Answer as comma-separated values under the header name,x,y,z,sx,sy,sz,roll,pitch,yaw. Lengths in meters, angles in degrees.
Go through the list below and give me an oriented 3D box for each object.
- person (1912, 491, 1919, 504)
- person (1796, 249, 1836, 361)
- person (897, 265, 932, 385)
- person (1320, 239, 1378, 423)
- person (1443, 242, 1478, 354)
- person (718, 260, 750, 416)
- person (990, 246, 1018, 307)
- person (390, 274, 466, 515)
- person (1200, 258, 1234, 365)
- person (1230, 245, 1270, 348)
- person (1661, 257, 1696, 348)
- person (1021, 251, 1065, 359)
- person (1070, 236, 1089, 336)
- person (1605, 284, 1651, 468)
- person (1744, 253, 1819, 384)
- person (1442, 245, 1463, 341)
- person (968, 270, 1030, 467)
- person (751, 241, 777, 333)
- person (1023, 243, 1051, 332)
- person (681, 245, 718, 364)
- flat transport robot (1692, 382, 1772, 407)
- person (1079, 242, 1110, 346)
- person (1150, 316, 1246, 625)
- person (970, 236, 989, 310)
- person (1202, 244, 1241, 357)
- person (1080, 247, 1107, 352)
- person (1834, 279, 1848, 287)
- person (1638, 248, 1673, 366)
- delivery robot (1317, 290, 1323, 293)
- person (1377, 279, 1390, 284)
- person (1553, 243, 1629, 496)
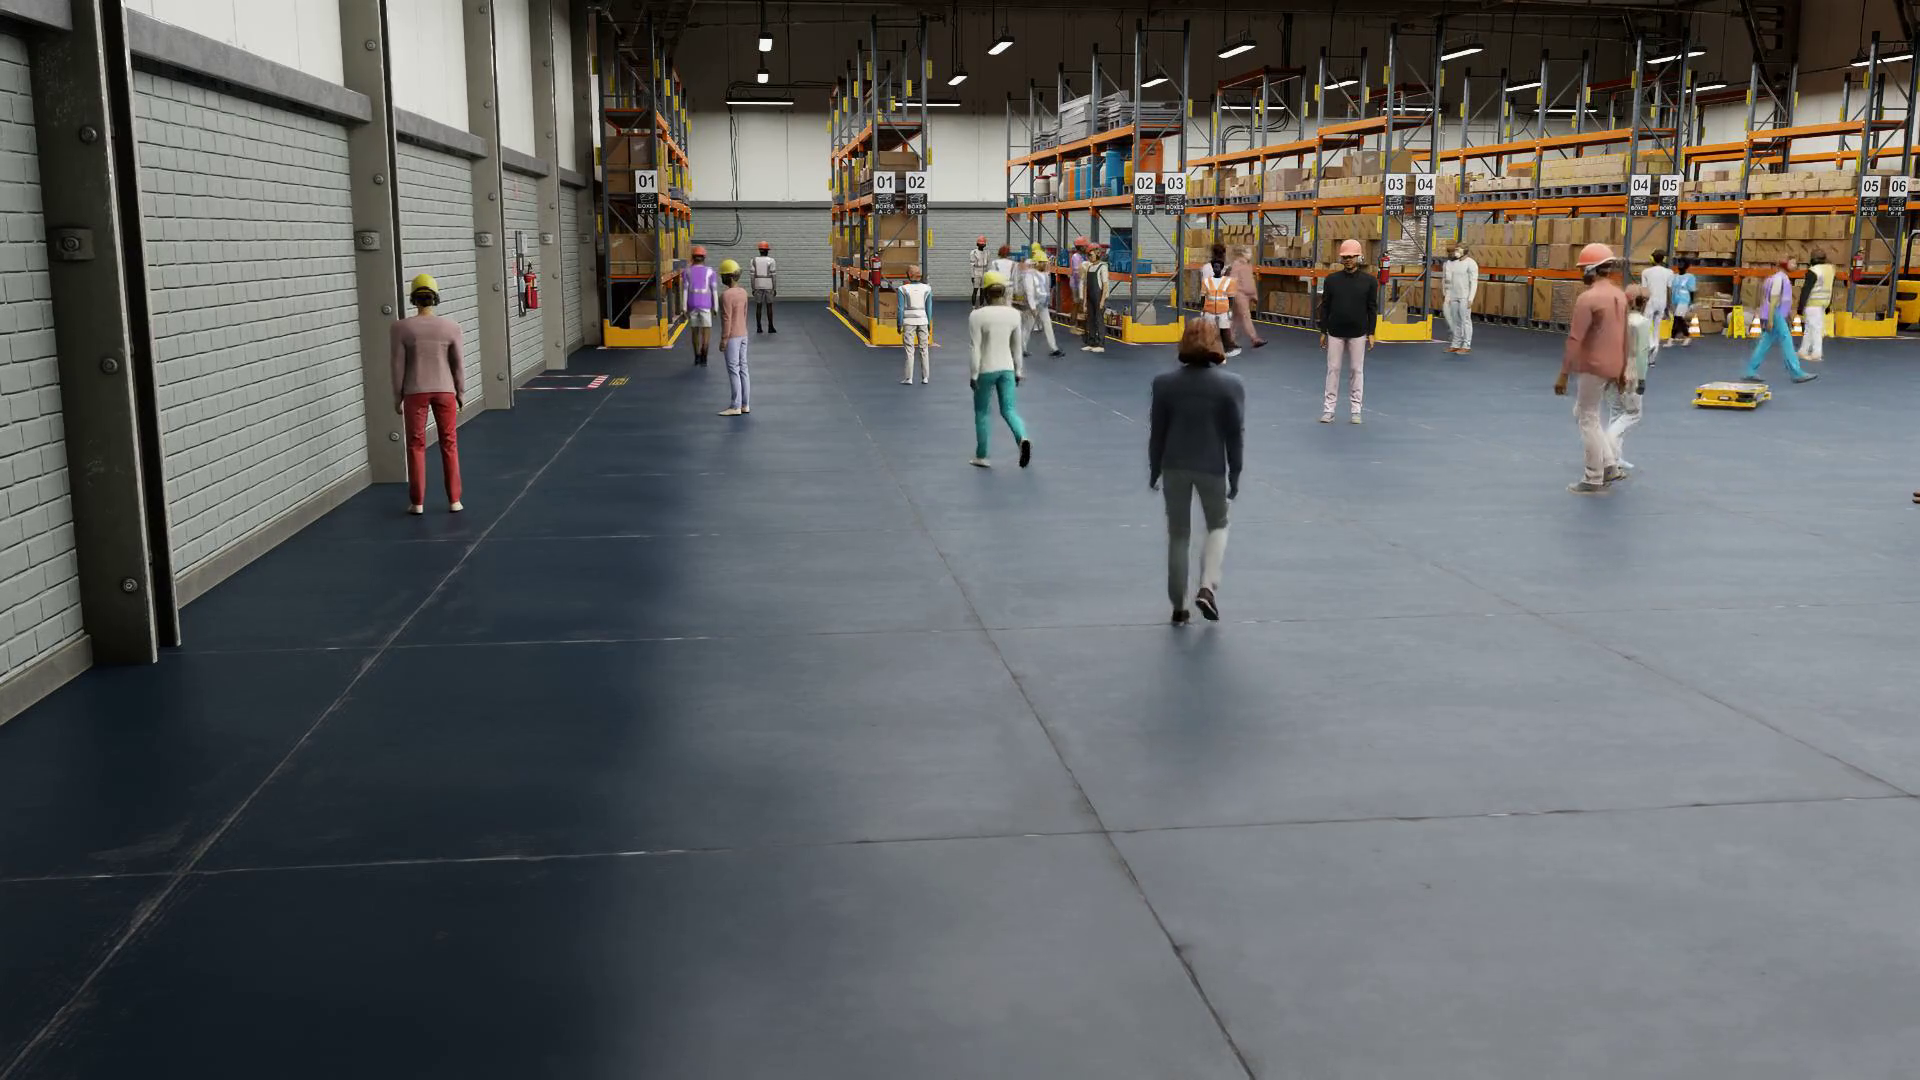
name,x,y,z,sx,sy,sz,roll,pitch,yaw
person,7.516,-1.219,12.643,0.407,1.906,0.655,6,12,31
person,13.938,-3.859,27.346,0.654,1.819,0.756,-7,12,-32
person,-0.620,-2.950,22.869,0.512,1.641,0.307,-5,11,-23
person,4.224,-2.265,18.133,0.611,1.996,0.379,4,11,20
person,8.691,-4.181,28.795,0.371,1.939,0.629,-4,11,-20
person,-2.586,-2.298,18.942,0.307,1.770,0.525,3,11,18
person,0.877,-5.059,33.894,0.605,1.829,0.979,-2,10,-10
person,-3.890,-1.063,12.199,0.520,1.761,0.335,-5,11,-25
person,4.066,-3.620,26.381,0.541,1.696,0.315,2,11,13
person,5.233,-4.405,30.221,0.965,1.856,0.678,7,12,32
person,13.294,-4.376,30.633,0.856,1.664,0.534,-5,11,-24
person,1.320,-3.909,27.733,0.922,1.781,0.616,9,13,40
person,2.454,-5.233,34.274,0.384,2.043,0.608,1,10,5
person,5.711,-1.399,14.407,0.472,1.619,0.548,-3,11,-18
person,11.456,-3.078,23.136,0.958,1.789,0.588,6,12,32
person,9.605,-4.776,32.230,0.643,1.867,0.428,10,14,43
person,0.335,-1.471,14.488,0.531,1.748,0.704,-5,12,-27
person,-4.147,-5.347,35.200,0.548,1.933,0.375,2,10,9
person,1.658,-5.394,35.576,0.618,1.885,0.875,0,10,-1
person,-4.127,-3.708,26.333,0.557,1.905,0.777,-1,10,-6
flat transport robot,9.355,-1.765,20.123,0.652,0.197,1.431,7,12,34
person,2.510,-4.568,30.985,0.544,1.921,0.479,-1,10,-8
person,1.234,-0.354,8.700,0.507,1.621,0.342,3,11,16
person,0.550,-6.990,43.933,0.605,2.035,0.392,-7,13,-35
person,4.402,-4.011,27.993,0.883,1.885,0.620,-10,14,-42
person,2.376,-4.229,29.316,0.340,1.845,0.512,-7,12,-34
person,19.660,-5.708,37.234,0.374,1.931,0.768,0,10,3
person,10.906,-3.641,26.047,0.504,1.861,0.567,1,10,4
delivery robot,10.926,-7.290,49.377,0.707,0.478,0.477,-1,10,-6
person,13.152,-8.345,51.617,0.638,1.938,0.356,7,13,35
person,4.971,-1.332,13.063,0.637,1.973,0.434,-10,14,-44
